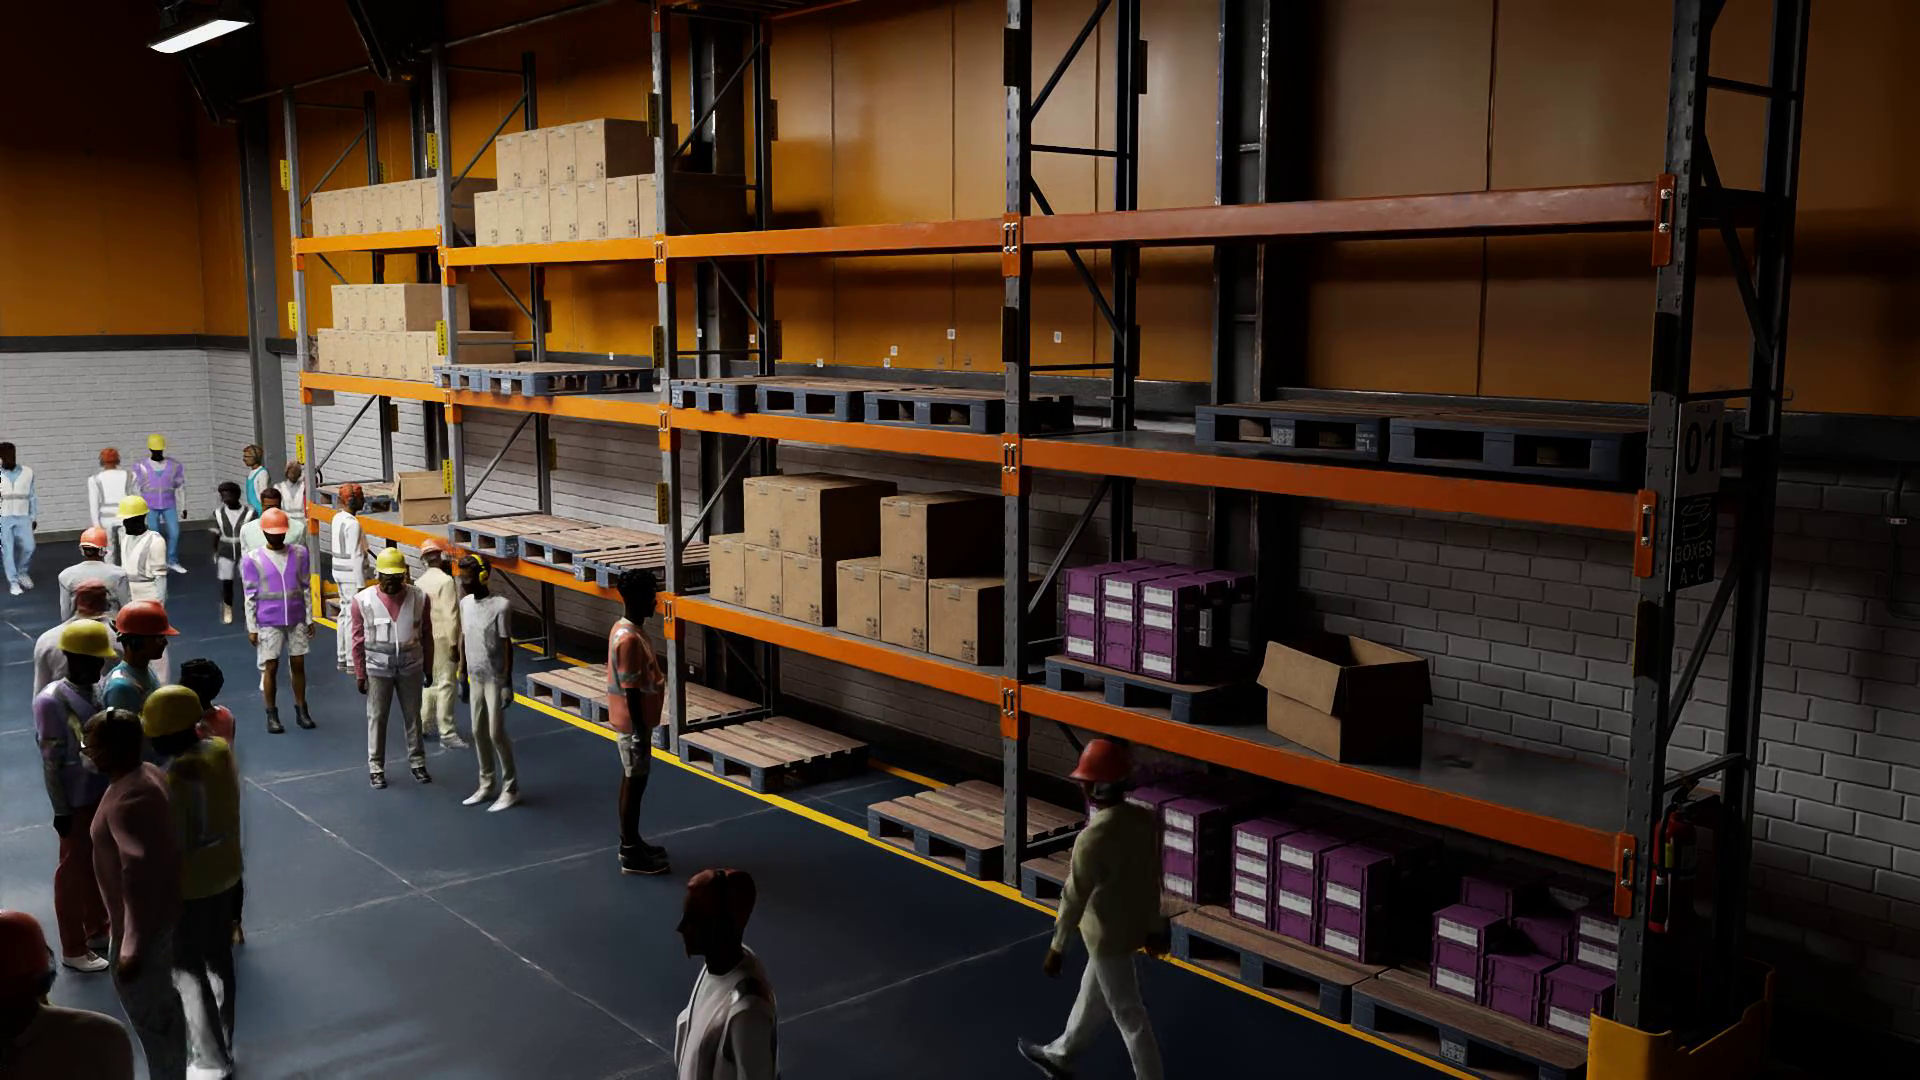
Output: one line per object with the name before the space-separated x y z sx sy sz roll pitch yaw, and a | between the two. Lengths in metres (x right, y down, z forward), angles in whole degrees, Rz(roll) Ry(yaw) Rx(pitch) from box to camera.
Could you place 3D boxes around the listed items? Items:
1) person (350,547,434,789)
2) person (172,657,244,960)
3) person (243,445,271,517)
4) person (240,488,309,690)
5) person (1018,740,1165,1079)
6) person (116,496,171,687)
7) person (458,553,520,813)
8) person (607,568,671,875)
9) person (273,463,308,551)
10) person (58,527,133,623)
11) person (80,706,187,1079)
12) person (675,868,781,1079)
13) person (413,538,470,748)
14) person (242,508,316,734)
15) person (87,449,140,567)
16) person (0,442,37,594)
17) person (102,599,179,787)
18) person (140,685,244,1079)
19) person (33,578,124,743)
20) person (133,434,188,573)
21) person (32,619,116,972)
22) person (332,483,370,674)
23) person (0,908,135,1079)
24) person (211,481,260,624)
person | -4.250 0.953 12.498 0.590 1.823 0.404 -4 9 -27
person | -4.158 1.486 9.199 0.317 1.700 0.538 -1 8 -7
person | -8.900 -0.297 21.139 0.341 1.839 0.501 -6 10 -35
person | -6.439 0.451 15.668 0.590 1.912 0.388 -3 9 -21
person | 0.604 1.736 7.435 0.903 1.704 0.578 5 9 30
person | -7.371 0.544 15.002 0.600 1.914 0.405 6 10 34
person | -3.408 1.017 11.952 0.528 1.858 0.336 5 10 32
person | -2.065 1.145 10.642 0.361 1.963 0.615 -2 8 -13
person | -8.369 -0.159 20.962 0.527 1.596 0.761 -3 9 -21
person | -7.270 0.759 14.061 0.570 1.751 0.329 -2 8 -12
person | -3.539 1.660 7.167 0.354 1.936 0.635 -3 9 -22
person | -0.741 1.955 5.304 0.355 1.883 0.574 -3 9 -18
person | -4.268 0.847 13.642 0.334 1.703 0.637 -7 11 -40
person | -5.741 0.677 14.062 0.548 1.924 0.387 -7 11 -40
person | -10.468 -0.221 20.629 0.587 1.828 1.015 -5 9 -30
person | -11.787 -0.270 20.690 0.441 1.906 0.588 8 11 43
person | -4.460 1.329 9.142 0.403 2.035 0.606 -2 8 -13
person | -3.553 1.593 7.778 0.382 1.896 0.630 1 8 6
person | -5.530 1.183 10.629 0.678 1.899 0.404 -4 9 -24
person | -10.566 -0.459 21.997 0.609 1.912 0.504 -5 9 -29
person | -4.790 1.382 9.147 0.379 1.924 0.585 1 8 4
person | -5.959 0.379 16.304 0.345 1.878 0.577 -6 10 -35
person | -2.641 1.990 4.718 0.627 1.985 0.409 -3 9 -21
person | -8.031 0.159 18.550 0.585 1.671 0.633 -1 8 -8
